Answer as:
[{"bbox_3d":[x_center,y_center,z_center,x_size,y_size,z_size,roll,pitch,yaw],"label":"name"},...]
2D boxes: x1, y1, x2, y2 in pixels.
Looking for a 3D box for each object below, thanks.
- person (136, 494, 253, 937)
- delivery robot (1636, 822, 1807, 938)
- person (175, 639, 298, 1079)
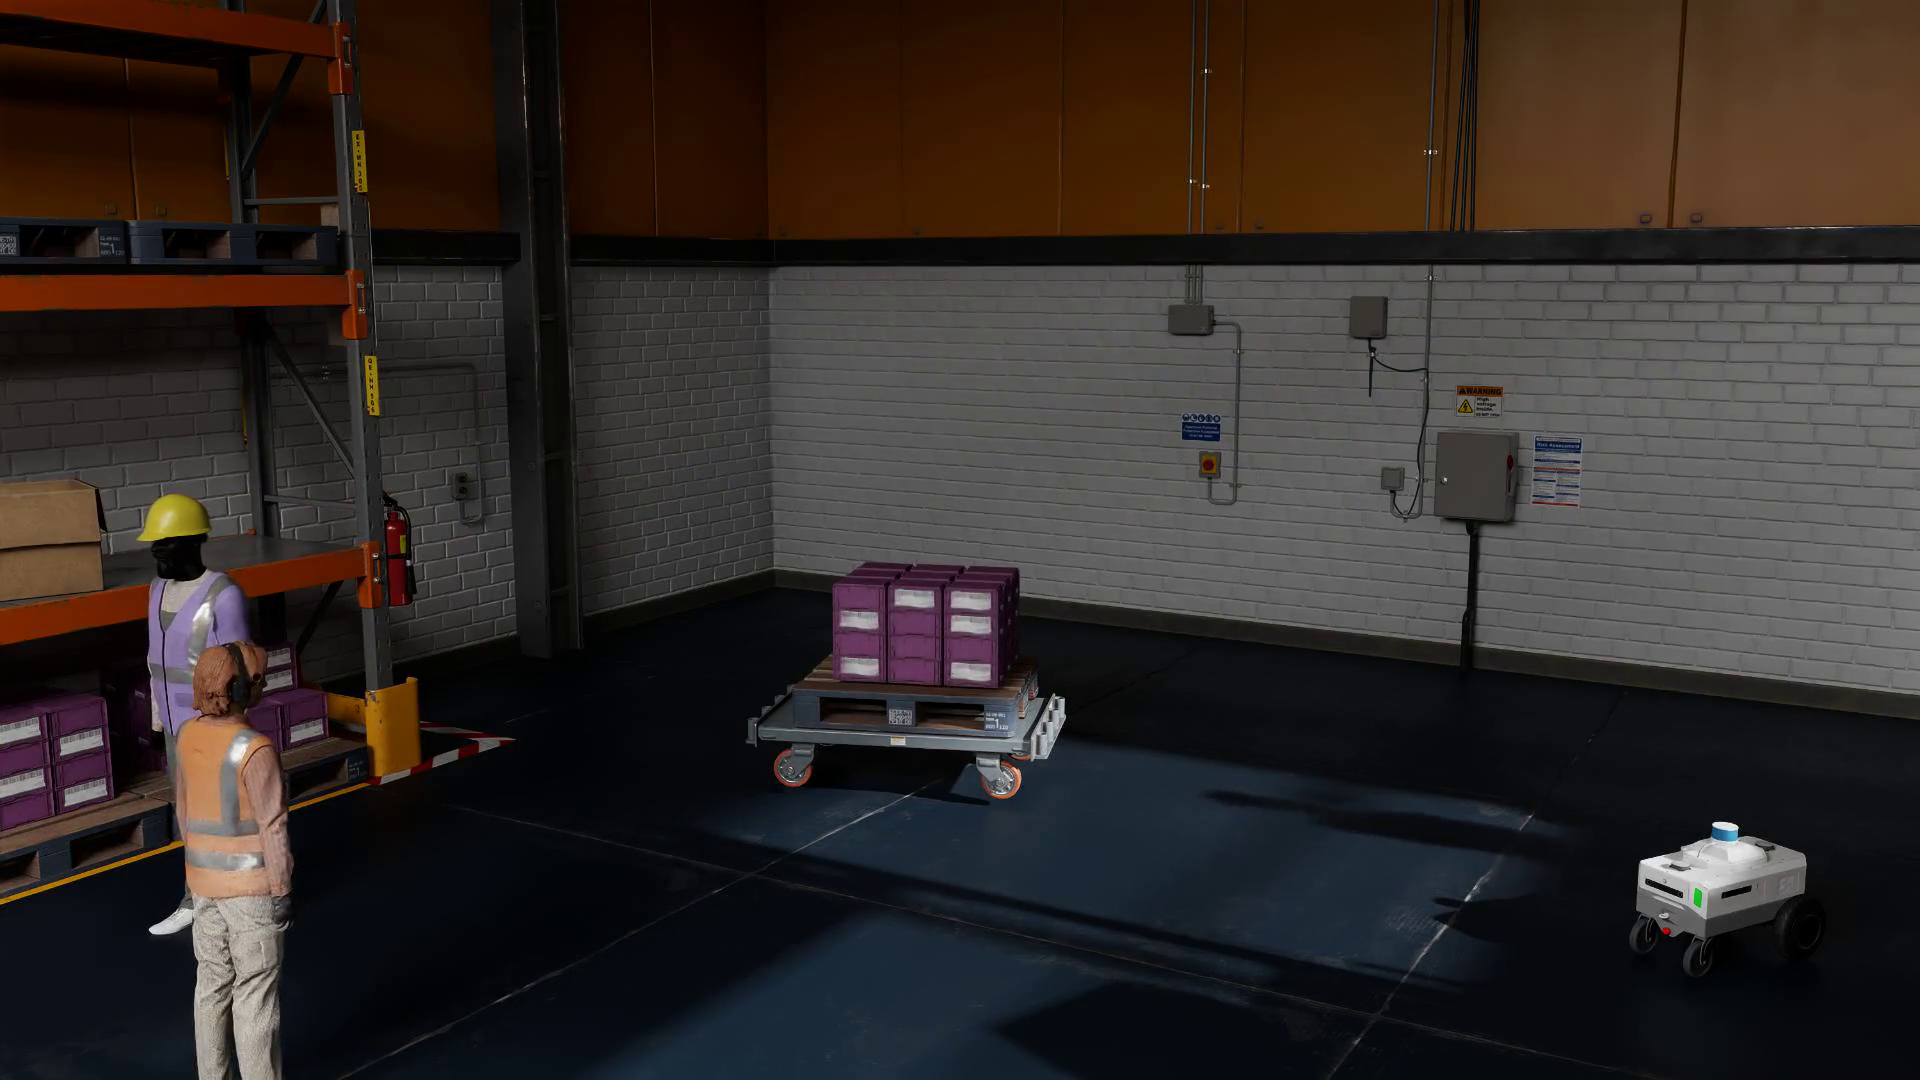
[{"bbox_3d":[-3.228,0.759,7.035,0.588,1.927,0.371,5,10,29],"label":"person"},{"bbox_3d":[3.163,1.417,6.911,0.707,0.478,0.477,-5,10,-27],"label":"delivery robot"},{"bbox_3d":[-2.391,1.145,5.521,0.521,1.638,0.311,6,11,33],"label":"person"}]
